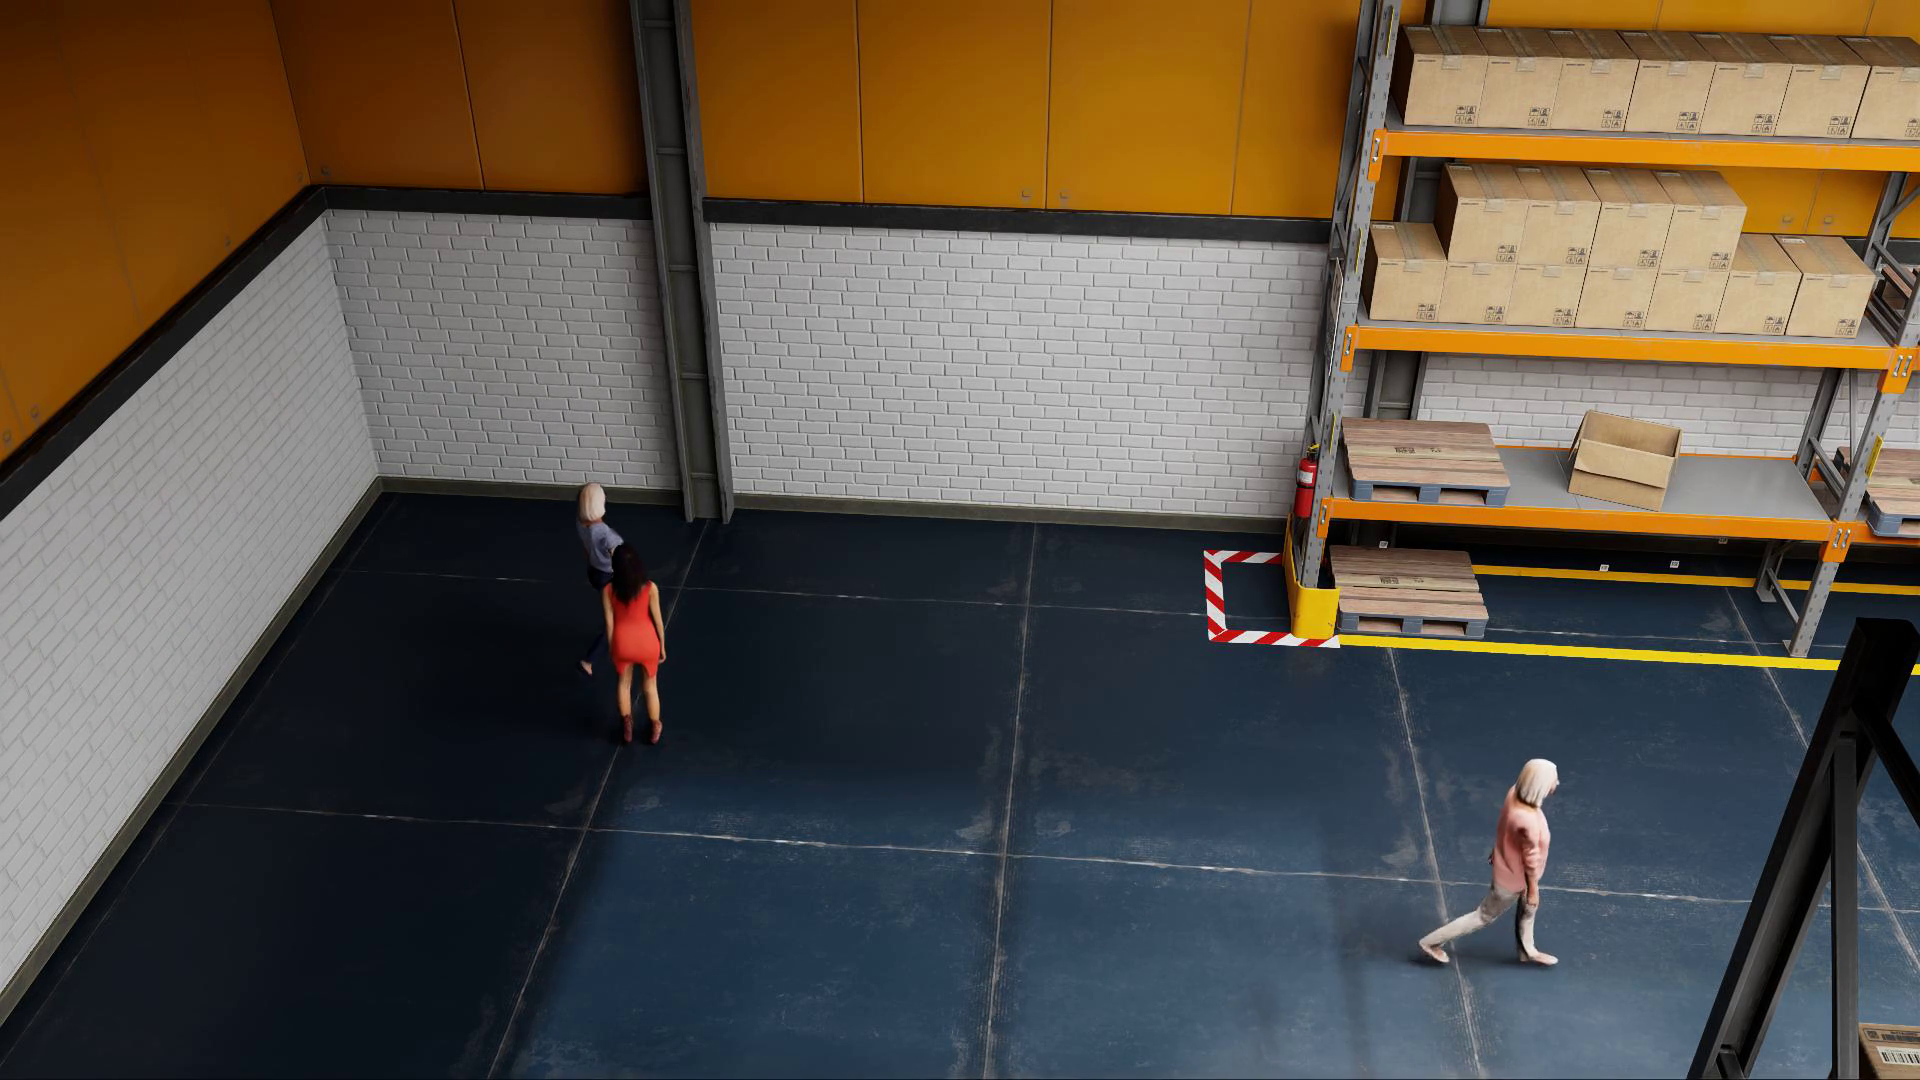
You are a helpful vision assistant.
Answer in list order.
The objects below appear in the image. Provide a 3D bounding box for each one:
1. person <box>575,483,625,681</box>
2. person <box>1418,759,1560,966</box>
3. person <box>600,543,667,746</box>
[{"bbox_3d":[-2.795,0.350,12.935,1.044,1.696,1.006,-29,43,-36],"label":"person"},{"bbox_3d":[3.358,2.061,10.372,1.136,1.686,0.638,5,34,7],"label":"person"},{"bbox_3d":[-2.400,0.799,12.252,0.556,1.705,0.704,-5,34,-8],"label":"person"}]
